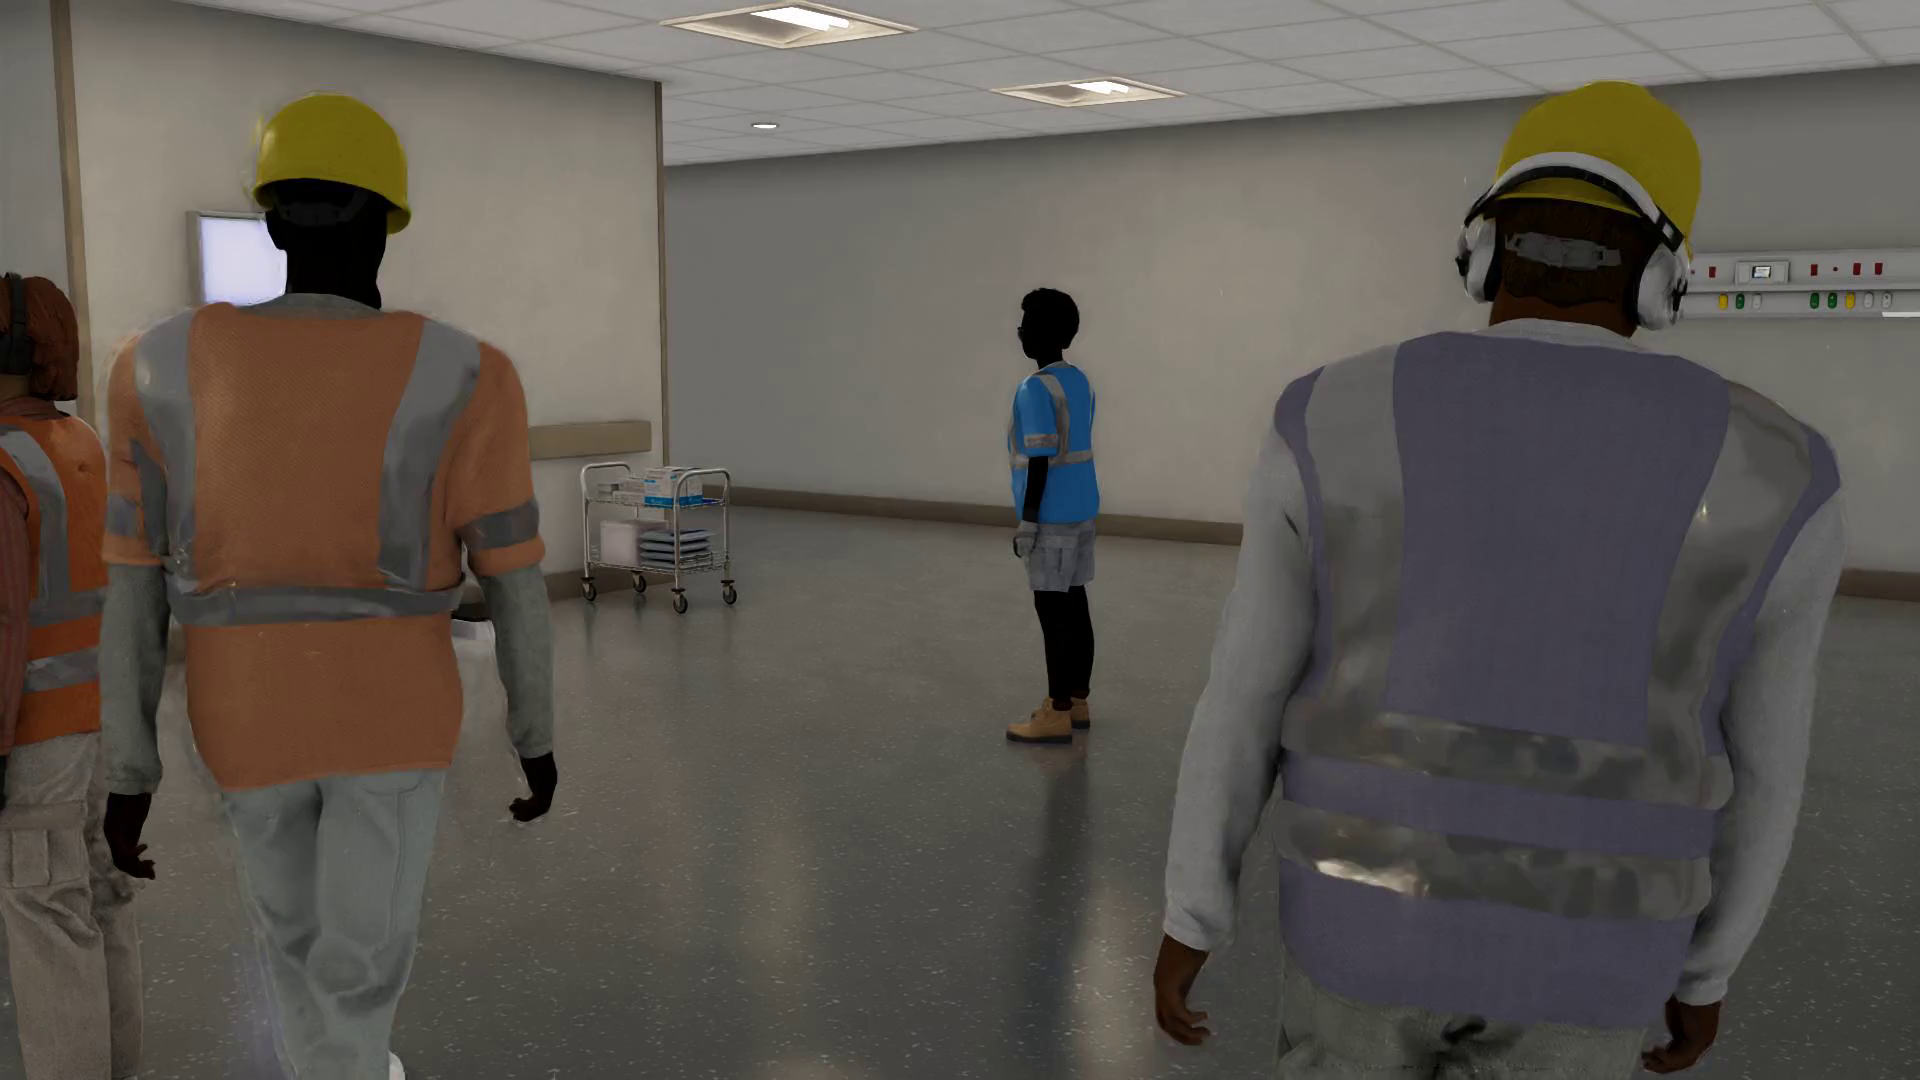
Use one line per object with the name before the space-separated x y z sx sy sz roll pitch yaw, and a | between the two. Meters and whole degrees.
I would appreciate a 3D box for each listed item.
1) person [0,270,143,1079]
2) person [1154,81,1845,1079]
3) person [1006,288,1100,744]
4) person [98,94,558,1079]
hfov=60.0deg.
person | -1.665 0.339 3.005 0.307 1.645 0.520 -1 7 -11
person | 0.555 0.413 1.819 0.671 1.792 0.472 2 7 14
person | 0.347 -0.088 6.227 0.322 1.696 0.536 3 8 24
person | -0.942 0.269 2.611 0.614 1.873 0.955 0 7 -4
